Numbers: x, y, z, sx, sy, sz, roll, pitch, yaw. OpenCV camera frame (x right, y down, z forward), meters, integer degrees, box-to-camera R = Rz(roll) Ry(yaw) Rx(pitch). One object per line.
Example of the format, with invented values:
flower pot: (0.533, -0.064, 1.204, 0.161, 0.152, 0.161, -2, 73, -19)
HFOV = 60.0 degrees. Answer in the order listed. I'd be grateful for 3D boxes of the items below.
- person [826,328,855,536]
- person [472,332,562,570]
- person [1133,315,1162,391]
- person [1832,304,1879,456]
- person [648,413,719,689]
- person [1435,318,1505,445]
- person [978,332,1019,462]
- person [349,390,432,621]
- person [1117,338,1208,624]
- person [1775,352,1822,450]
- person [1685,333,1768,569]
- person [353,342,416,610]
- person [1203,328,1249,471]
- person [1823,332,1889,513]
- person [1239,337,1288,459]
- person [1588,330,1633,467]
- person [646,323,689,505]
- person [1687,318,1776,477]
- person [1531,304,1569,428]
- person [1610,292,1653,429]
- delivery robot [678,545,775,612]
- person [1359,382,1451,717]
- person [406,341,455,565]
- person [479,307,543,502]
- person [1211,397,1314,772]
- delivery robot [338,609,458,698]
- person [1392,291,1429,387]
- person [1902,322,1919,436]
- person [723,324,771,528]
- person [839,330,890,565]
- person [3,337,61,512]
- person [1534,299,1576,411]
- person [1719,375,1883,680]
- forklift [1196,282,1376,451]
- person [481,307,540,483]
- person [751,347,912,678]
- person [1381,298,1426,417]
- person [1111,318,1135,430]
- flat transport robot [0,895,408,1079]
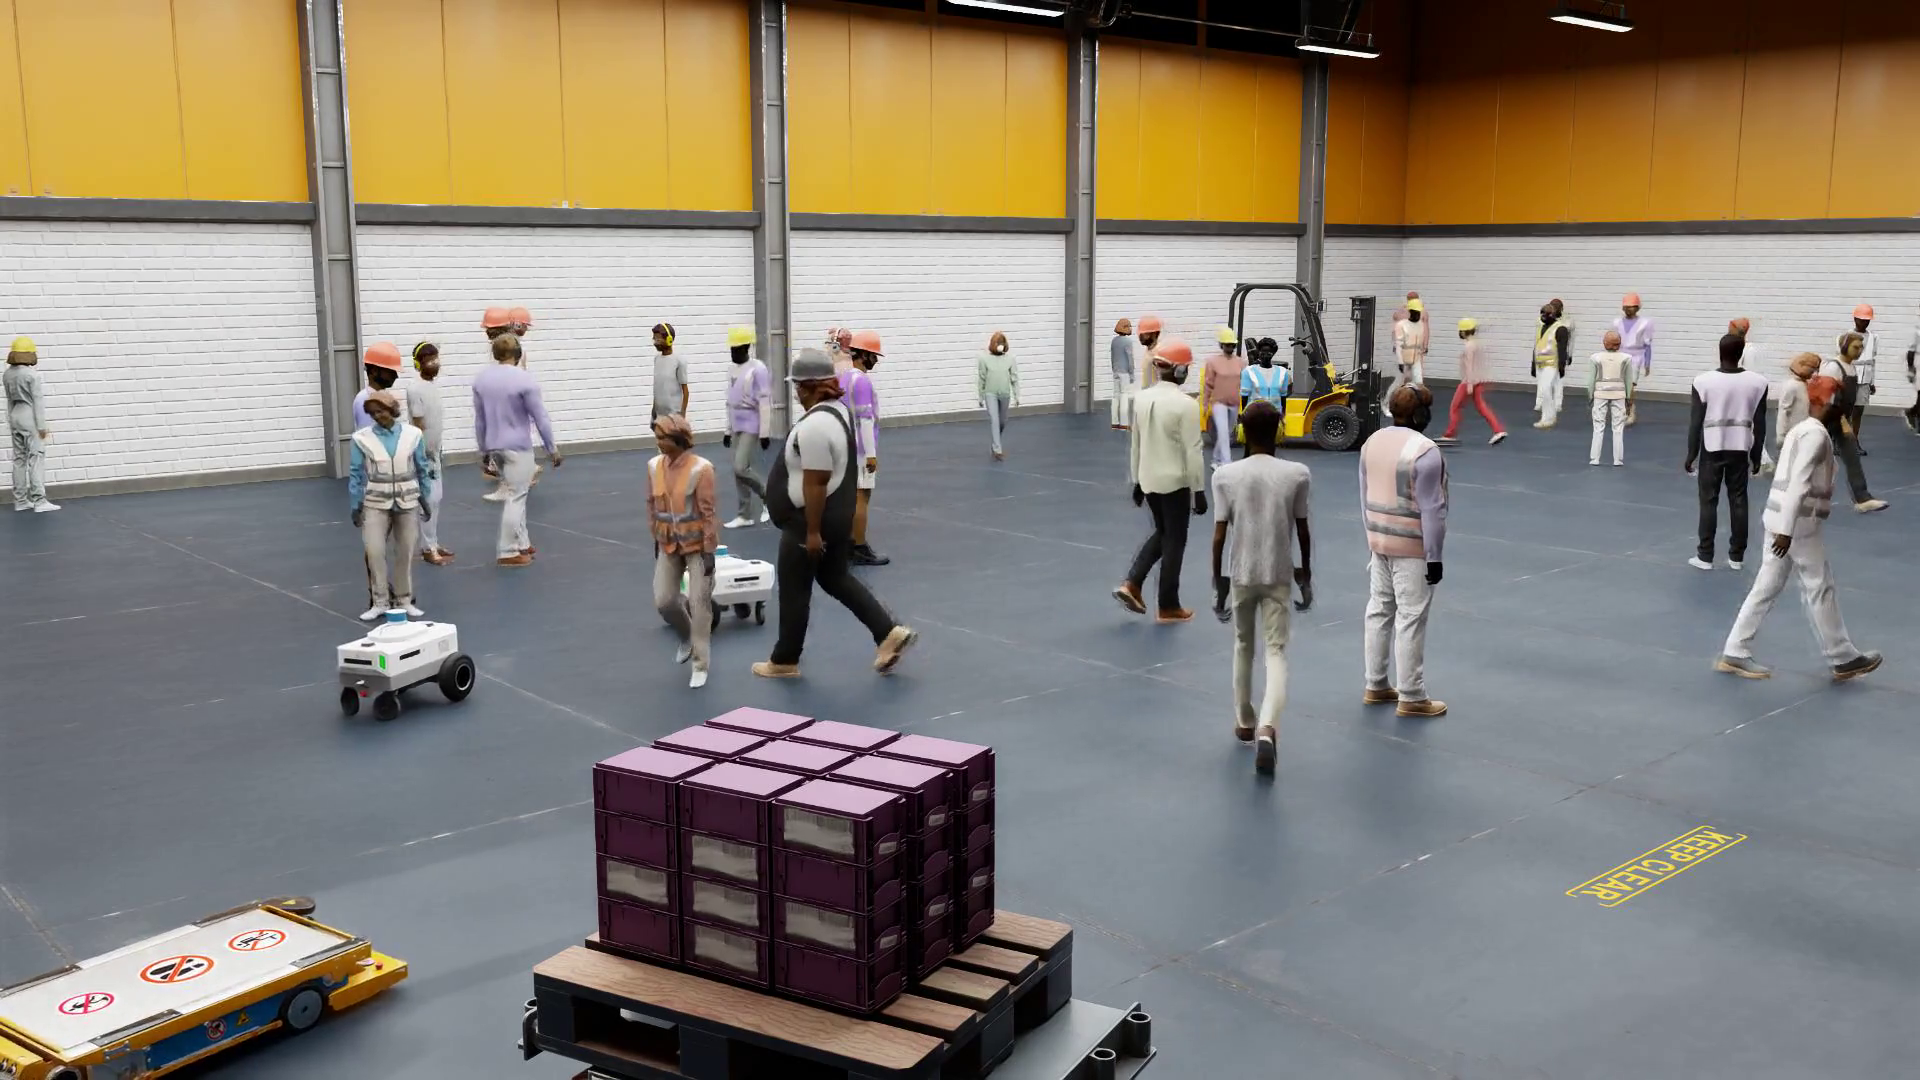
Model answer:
person: (-1.061, -0.918, 14.706, 0.409, 1.907, 0.649, 2, 10, 13)
person: (-3.592, -0.731, 13.574, 0.660, 1.918, 0.631, 6, 11, 31)
person: (2.042, -1.417, 17.603, 0.462, 1.921, 0.544, 0, 10, -3)
person: (11.388, -2.028, 21.123, 0.551, 1.933, 0.370, -1, 10, -6)
person: (-1.609, 0.044, 9.908, 0.513, 1.624, 0.482, 4, 10, 20)
person: (6.909, -2.129, 22.362, 0.920, 1.719, 0.539, 6, 11, 30)
person: (0.471, -1.810, 20.841, 0.505, 1.601, 0.801, -2, 10, -11)
person: (-3.951, -0.234, 11.551, 0.540, 1.620, 0.350, -5, 11, -27)
person: (1.418, -0.392, 11.407, 0.471, 1.977, 0.627, -6, 11, -31)
person: (8.073, -0.999, 15.998, 0.503, 1.614, 0.395, -8, 13, -40)
person: (6.199, -0.712, 13.469, 0.596, 1.916, 0.372, 1, 10, 7)
person: (-4.109, -0.446, 11.885, 0.373, 1.928, 0.543, -2, 10, -9)
person: (3.032, -1.552, 18.959, 0.534, 1.725, 0.892, -3, 10, -15)
person: (8.725, -1.160, 16.475, 0.504, 1.793, 0.935, -6, 11, -32)
person: (3.168, -1.267, 17.360, 0.533, 1.698, 0.322, -2, 10, -10)
person: (7.834, -1.700, 20.056, 0.511, 1.644, 0.307, 3, 10, 18)
person: (-2.953, -1.255, 16.811, 0.519, 1.865, 0.326, 8, 13, 40)
person: (8.935, -1.623, 19.047, 0.971, 1.842, 0.592, 1, 10, 8)
person: (8.631, -2.548, 24.484, 0.484, 1.825, 0.662, -3, 10, -14)
person: (9.925, -2.660, 24.629, 0.619, 2.014, 0.947, 9, 13, 42)
delivery robot: (-1.634, 0.281, 11.367, 0.707, 0.478, 0.477, -6, 11, -29)
person: (2.477, 0.051, 9.219, 0.429, 1.846, 0.627, -4, 11, -23)
person: (-4.356, -0.717, 13.745, 0.360, 1.843, 0.644, 1, 10, 6)
person: (-4.675, -1.402, 17.212, 0.579, 2.019, 0.633, -7, 12, -35)
person: (1.508, 0.211, 8.336, 0.516, 1.837, 0.880, 2, 10, 14)
delivery robot: (-3.141, 0.632, 9.311, 0.477, 0.478, 0.707, 3, 10, 19)
person: (8.062, -3.484, 29.737, 0.648, 1.904, 0.401, 5, 11, 29)
person: (13.635, -2.446, 23.512, 0.631, 1.950, 0.658, -2, 10, -13)
person: (-1.982, -1.049, 15.459, 0.465, 1.908, 0.599, -7, 12, -35)
person: (-0.795, -0.757, 13.700, 0.374, 1.928, 0.543, -4, 10, -22)
person: (-9.265, -1.150, 16.559, 0.494, 1.736, 0.309, 4, 11, 23)
person: (9.717, -3.021, 27.224, 0.624, 1.838, 0.430, 4, 11, 23)
person: (5.071, -0.058, 9.912, 0.946, 1.820, 0.651, 2, 10, 14)
forklift: (4.328, -2.346, 22.227, 2.313, 2.155, 1.214, 3, 10, 16)
person: (-5.027, -1.601, 18.527, 0.576, 1.968, 0.770, -7, 12, -35)
person: (-0.781, -0.170, 9.933, 0.903, 2.000, 0.689, 2, 10, 13)
person: (6.979, -2.831, 25.991, 0.586, 1.889, 0.955, -4, 10, -20)
person: (2.382, -2.414, 24.265, 0.282, 1.633, 0.500, -5, 11, -29)
flat transport robot: (-2.580, 1.498, 5.342, 0.652, 0.197, 1.431, 7, 12, 34)
